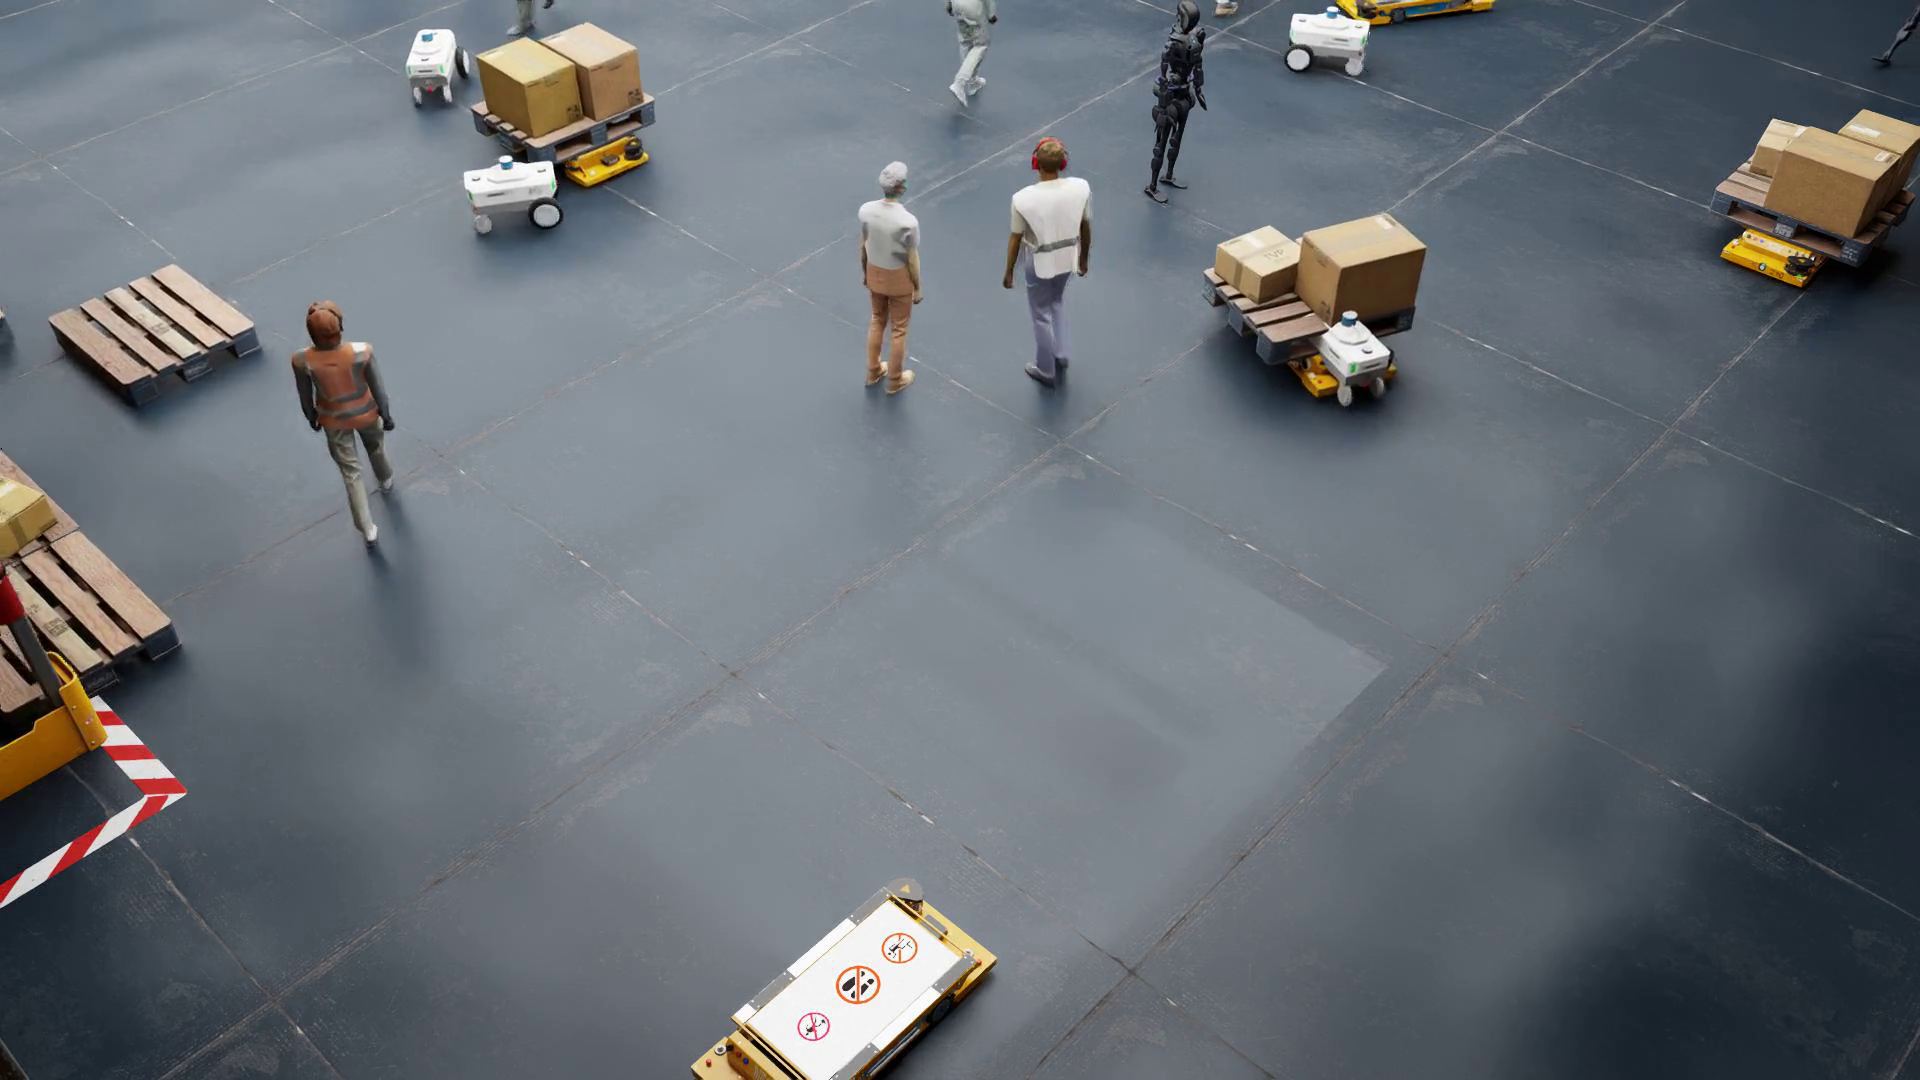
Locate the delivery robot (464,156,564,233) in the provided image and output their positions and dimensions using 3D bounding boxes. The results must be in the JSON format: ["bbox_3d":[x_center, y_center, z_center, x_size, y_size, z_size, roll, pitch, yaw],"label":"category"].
[{"bbox_3d":[-3.603,-2.821,13.441,0.773,0.586,0.499,-10,43,-11],"label":"delivery robot"}]

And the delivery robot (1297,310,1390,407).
[{"bbox_3d":[2.719,-1.372,11.831,0.499,0.585,0.765,-16,44,-17],"label":"delivery robot"}]

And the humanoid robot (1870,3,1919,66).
[{"bbox_3d":[8.935,-5.018,15.081,0.765,1.627,0.602,-11,43,-12],"label":"humanoid robot"}]

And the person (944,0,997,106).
[{"bbox_3d":[0.066,-4.687,14.640,0.503,1.722,0.585,24,47,25],"label":"person"}]

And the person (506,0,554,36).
[{"bbox_3d":[-4.172,-5.760,15.764,0.639,1.826,0.577,-28,49,-27],"label":"person"}]

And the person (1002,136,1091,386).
[{"bbox_3d":[0.608,-1.886,11.461,0.596,1.815,0.456,-21,46,-22],"label":"person"}]

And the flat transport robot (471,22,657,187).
[{"bbox_3d":[-3.392,-3.489,14.404,0.659,0.231,1.431,-34,52,-32],"label":"flat transport robot"}]

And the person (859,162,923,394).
[{"bbox_3d":[-0.481,-1.794,11.439,0.477,1.727,0.368,21,46,22],"label":"person"}]

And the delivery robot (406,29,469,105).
[{"bbox_3d":[-4.798,-4.362,15.138,0.499,0.565,0.745,-3,42,-4],"label":"delivery robot"}]

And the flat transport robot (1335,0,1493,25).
[{"bbox_3d":[4.502,-5.408,16.537,1.431,0.231,0.659,-11,43,-12],"label":"flat transport robot"}]

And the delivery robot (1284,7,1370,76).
[{"bbox_3d":[3.411,-4.666,15.504,0.795,0.602,0.499,10,43,11],"label":"delivery robot"}]

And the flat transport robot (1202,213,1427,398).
[{"bbox_3d":[2.547,-1.584,12.286,0.659,0.231,1.431,-16,44,-17],"label":"flat transport robot"}]

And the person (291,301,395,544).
[{"bbox_3d":[-3.816,-0.771,10.383,0.523,1.597,0.836,-11,43,-12],"label":"person"}]

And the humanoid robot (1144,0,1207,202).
[{"bbox_3d":[1.760,-3.561,13.424,0.315,1.653,0.599,32,51,30],"label":"humanoid robot"}]

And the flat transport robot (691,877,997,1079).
[{"bbox_3d":[-0.540,2.262,8.012,0.659,0.231,1.431,32,51,30],"label":"flat transport robot"}]

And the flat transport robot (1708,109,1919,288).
[{"bbox_3d":[6.719,-2.492,13.295,0.659,0.231,1.431,32,51,30],"label":"flat transport robot"}]

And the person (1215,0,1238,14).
[{"bbox_3d":[2.678,-6.121,16.176,0.628,1.814,0.966,5,42,5],"label":"person"}]
